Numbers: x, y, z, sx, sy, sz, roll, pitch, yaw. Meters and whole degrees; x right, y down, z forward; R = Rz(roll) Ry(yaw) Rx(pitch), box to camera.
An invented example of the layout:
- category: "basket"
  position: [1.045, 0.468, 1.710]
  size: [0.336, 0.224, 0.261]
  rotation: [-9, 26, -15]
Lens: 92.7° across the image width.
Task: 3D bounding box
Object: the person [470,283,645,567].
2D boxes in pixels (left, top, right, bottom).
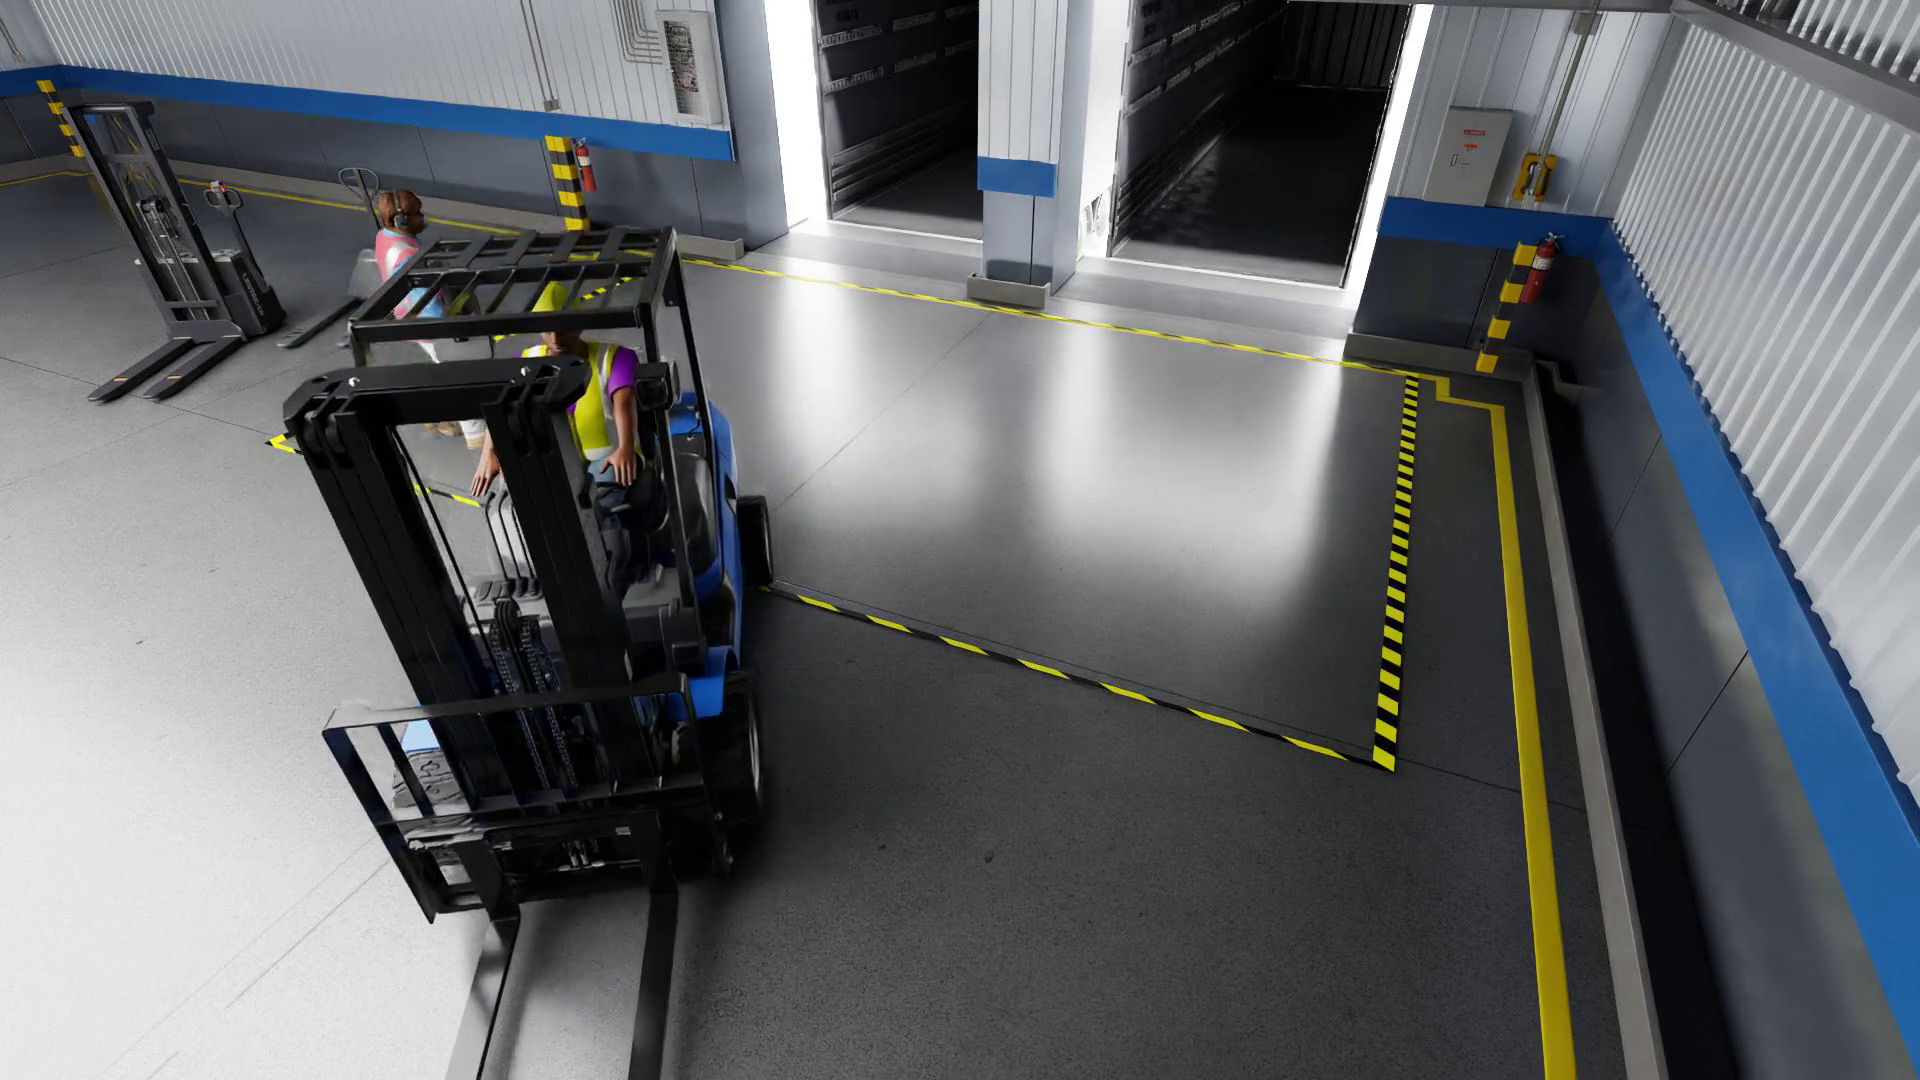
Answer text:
- category: "person"
  position: [-1.637, -0.312, 3.830]
  size: [0.635, 1.294, 1.004]
  rotation: [-5, 35, -7]

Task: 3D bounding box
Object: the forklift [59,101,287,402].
- category: "forklift"
  position: [-6.686, -2.387, 7.434]
  size: [0.823, 1.965, 1.885]
  rotation: [-3, 35, -5]

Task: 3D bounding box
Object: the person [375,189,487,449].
- category: "person"
  position: [-3.583, -1.430, 6.217]
  size: [0.518, 1.819, 0.637]
  rotation: [-23, 41, -30]

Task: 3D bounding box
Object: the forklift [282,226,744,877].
- category: "forklift"
  position: [-1.639, -0.193, 3.986]
  size: [1.157, 2.036, 2.680]
  rotation: [-5, 35, -7]

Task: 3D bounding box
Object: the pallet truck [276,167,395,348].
- category: "pallet truck"
  position: [-5.732, -2.611, 8.414]
  size: [0.680, 1.201, 1.601]
  rotation: [-1, 35, -1]
